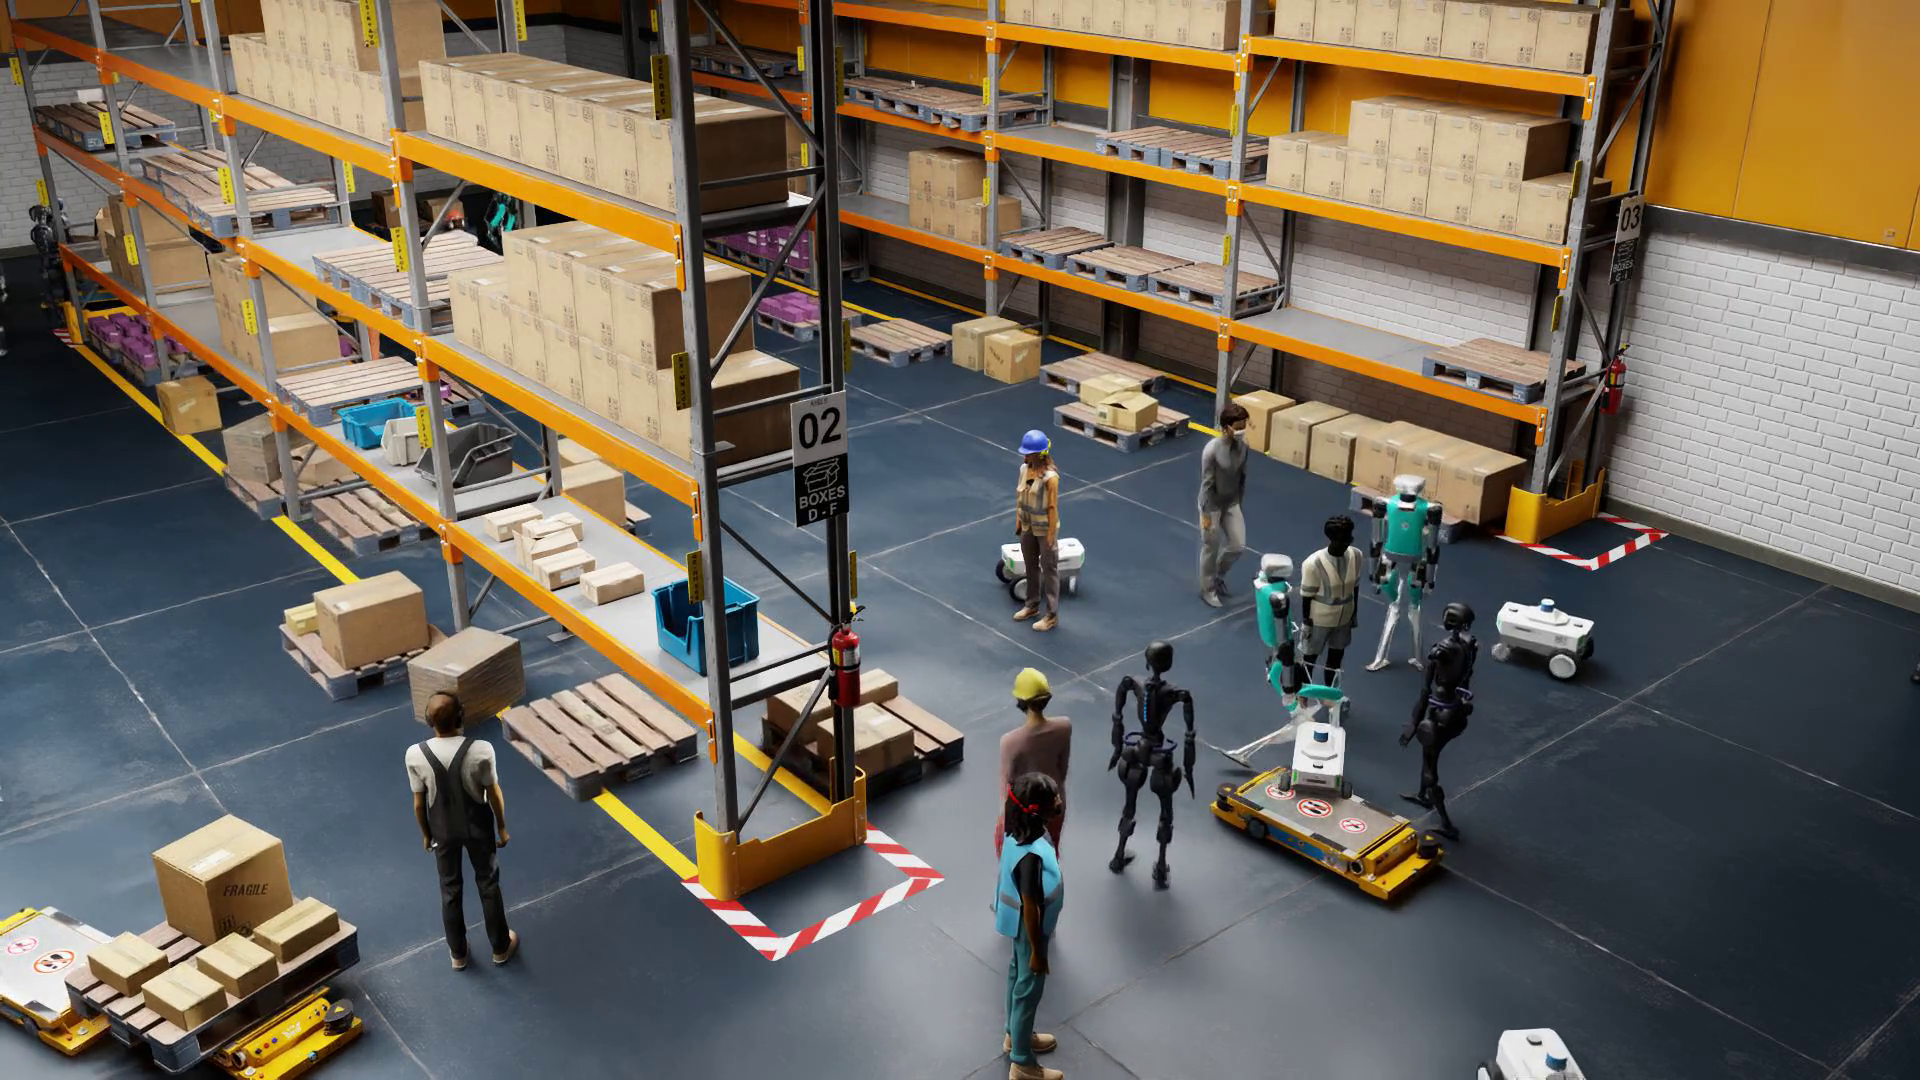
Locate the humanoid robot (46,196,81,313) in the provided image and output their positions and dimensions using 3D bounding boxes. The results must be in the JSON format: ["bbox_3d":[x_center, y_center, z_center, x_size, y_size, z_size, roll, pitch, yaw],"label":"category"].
[{"bbox_3d":[-12.479,-3.971,23.065,0.412,1.640,0.609,-3,24,-6],"label":"humanoid robot"}]

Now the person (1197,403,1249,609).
[{"bbox_3d":[2.250,-0.301,14.323,0.539,1.879,0.461,-11,26,-25],"label":"person"}]

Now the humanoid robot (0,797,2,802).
[{"bbox_3d":[-7.089,0.932,11.697,0.530,1.776,1.029,-17,28,-33],"label":"humanoid robot"}]

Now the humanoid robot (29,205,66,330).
[{"bbox_3d":[-12.300,-3.673,22.363,0.395,1.647,0.584,-14,27,-30],"label":"humanoid robot"}]

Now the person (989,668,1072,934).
[{"bbox_3d":[0.422,1.570,10.145,0.533,1.748,0.585,-11,26,-23],"label":"person"}]

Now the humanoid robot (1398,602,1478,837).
[{"bbox_3d":[3.209,1.174,11.186,0.605,1.642,0.613,-19,30,-36],"label":"humanoid robot"}]

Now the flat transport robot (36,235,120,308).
[{"bbox_3d":[-12.386,-3.553,23.871,1.431,0.231,0.659,-10,25,-22],"label":"flat transport robot"}]

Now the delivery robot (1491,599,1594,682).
[{"bbox_3d":[4.732,0.768,13.496,0.777,0.587,0.499,14,27,30],"label":"delivery robot"}]

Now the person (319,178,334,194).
[{"bbox_3d":[-8.805,-4.081,23.083,0.768,1.874,0.692,-7,24,-15],"label":"person"}]

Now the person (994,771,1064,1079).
[{"bbox_3d":[0.372,2.057,8.865,0.378,1.865,0.544,-1,23,-3],"label":"person"}]

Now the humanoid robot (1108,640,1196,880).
[{"bbox_3d":[1.220,1.405,10.613,0.612,1.649,0.307,13,26,27],"label":"humanoid robot"}]

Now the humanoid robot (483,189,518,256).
[{"bbox_3d":[-7.048,-5.034,25.524,0.547,1.851,0.702,13,26,27],"label":"humanoid robot"}]

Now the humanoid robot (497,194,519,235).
[{"bbox_3d":[-7.450,-5.776,27.192,0.553,1.782,0.929,-15,28,-31],"label":"humanoid robot"}]

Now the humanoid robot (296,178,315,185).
[{"bbox_3d":[-9.015,-4.259,23.675,0.921,1.775,0.553,-2,23,-4],"label":"humanoid robot"}]

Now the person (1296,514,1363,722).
[{"bbox_3d":[2.771,0.584,12.496,0.534,1.693,0.319,-10,25,-23],"label":"person"}]

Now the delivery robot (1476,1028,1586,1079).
[{"bbox_3d":[3.047,2.884,8.627,0.499,0.613,0.807,-2,23,-4],"label":"delivery robot"}]

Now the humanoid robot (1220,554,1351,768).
[{"bbox_3d":[2.411,0.910,11.710,1.065,1.731,0.547,-2,23,-4],"label":"humanoid robot"}]

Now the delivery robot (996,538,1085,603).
[{"bbox_3d":[0.707,0.224,14.780,0.778,0.607,0.524,-6,24,-13],"label":"delivery robot"}]

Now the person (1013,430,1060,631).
[{"bbox_3d":[0.637,-0.091,13.962,0.342,1.767,0.454,-20,30,-38],"label":"person"}]

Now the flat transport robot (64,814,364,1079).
[{"bbox_3d":[-4.140,2.657,9.490,1.431,0.231,0.659,15,27,31],"label":"flat transport robot"}]

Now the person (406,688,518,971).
[{"bbox_3d":[-2.911,1.694,9.733,0.507,1.846,0.345,-3,24,-8],"label":"person"}]

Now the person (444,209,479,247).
[{"bbox_3d":[-6.585,-3.516,21.983,0.572,1.692,0.829,-1,23,-2],"label":"person"}]

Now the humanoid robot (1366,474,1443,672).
[{"bbox_3d":[3.543,0.242,13.228,0.588,1.775,0.785,8,25,18],"label":"humanoid robot"}]

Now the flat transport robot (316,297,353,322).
[{"bbox_3d":[-8.944,-3.225,23.111,1.431,0.231,0.659,4,24,10],"label":"flat transport robot"}]

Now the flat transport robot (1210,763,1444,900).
[{"bbox_3d":[2.450,1.924,11.187,0.659,0.231,1.431,-21,31,-39],"label":"flat transport robot"}]

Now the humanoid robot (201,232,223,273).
[{"bbox_3d":[-10.164,-3.904,22.910,0.392,1.636,0.599,14,27,28],"label":"humanoid robot"}]

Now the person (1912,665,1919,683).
[{"bbox_3d":[7.814,0.264,12.953,0.547,1.924,0.387,13,27,28],"label":"person"}]

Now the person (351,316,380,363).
[{"bbox_3d":[-7.164,-2.727,20.083,0.497,1.759,0.341,14,27,30],"label":"person"}]

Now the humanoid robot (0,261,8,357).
[{"bbox_3d":[-12.321,-3.054,20.933,0.551,1.815,0.922,-9,25,-19],"label":"humanoid robot"}]

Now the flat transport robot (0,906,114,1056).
[{"bbox_3d":[-5.353,2.540,9.761,1.431,0.231,0.659,13,27,28],"label":"flat transport robot"}]

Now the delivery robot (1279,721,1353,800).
[{"bbox_3d":[2.500,1.577,11.613,0.499,0.581,0.774,6,24,13],"label":"delivery robot"}]
